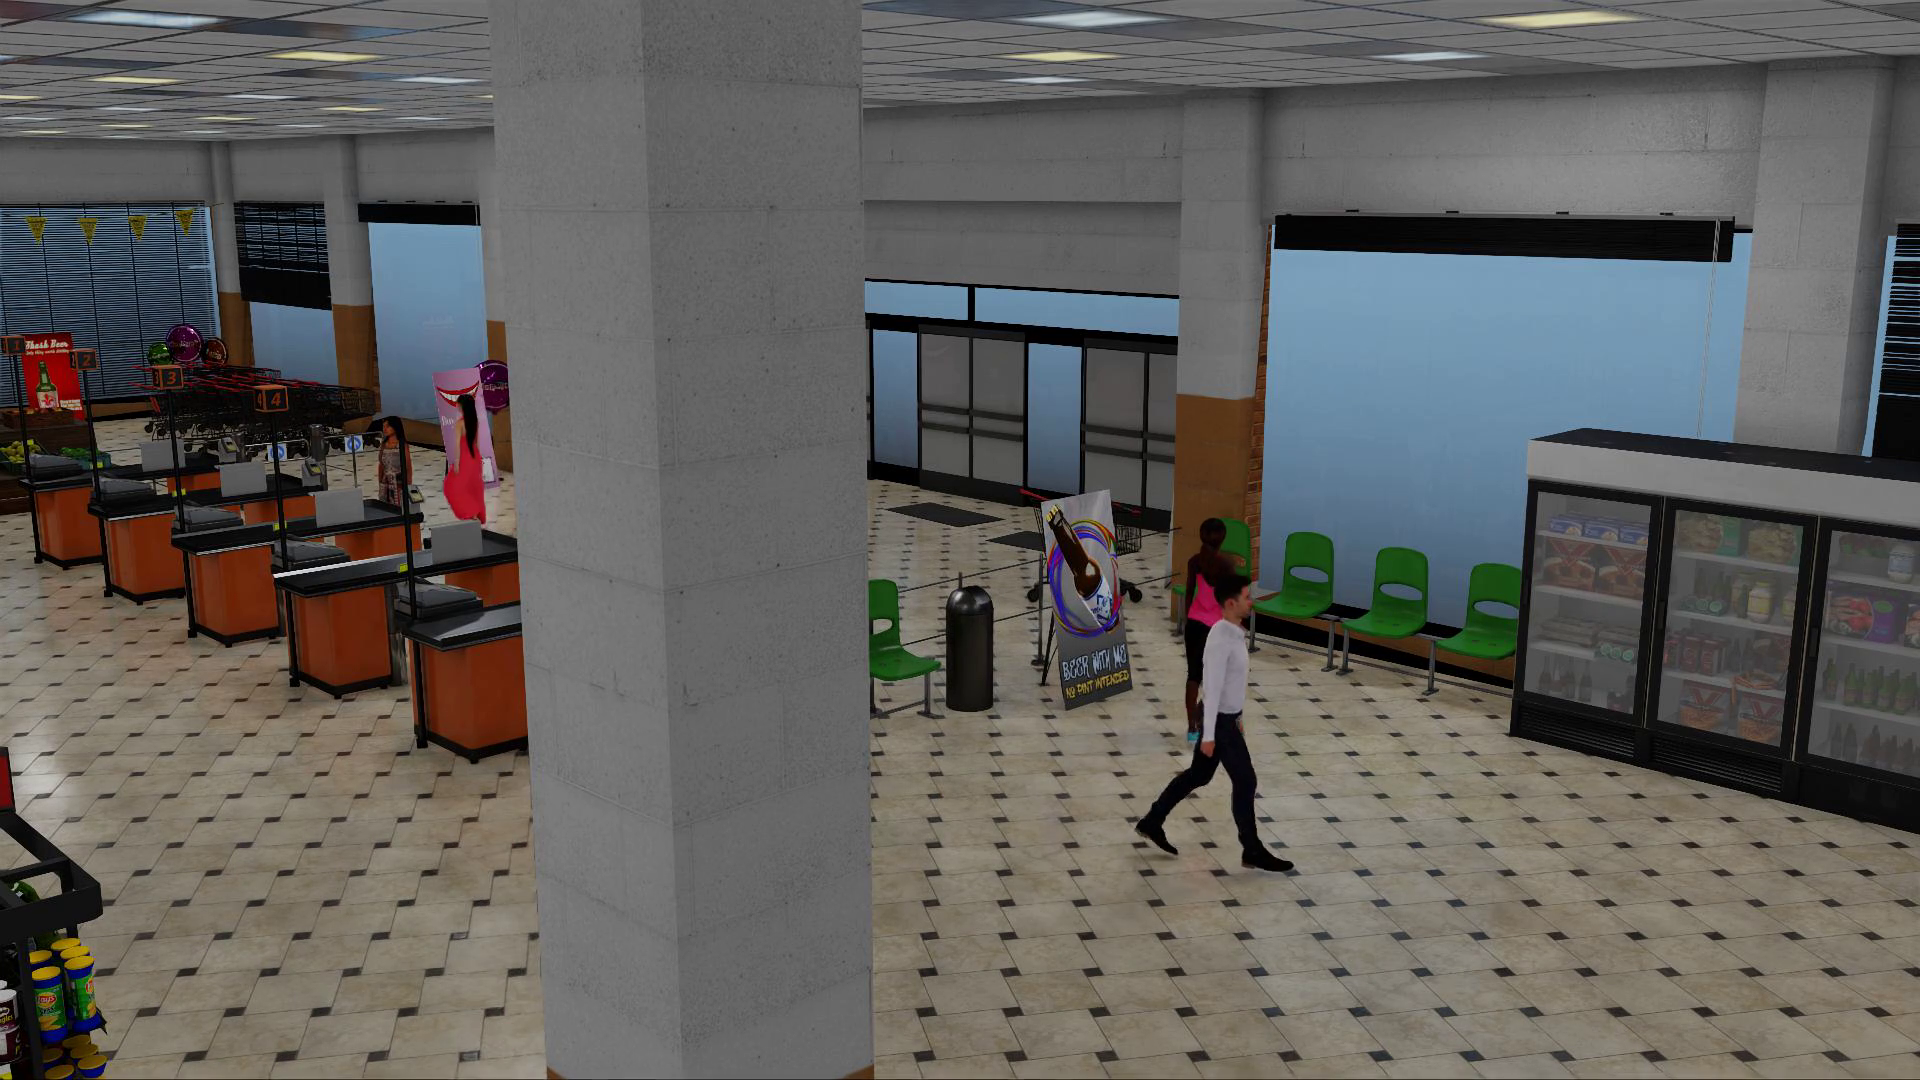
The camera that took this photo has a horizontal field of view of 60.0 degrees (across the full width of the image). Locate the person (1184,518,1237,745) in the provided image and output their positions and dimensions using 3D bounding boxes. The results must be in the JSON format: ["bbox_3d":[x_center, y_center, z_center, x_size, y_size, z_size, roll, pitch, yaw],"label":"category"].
[{"bbox_3d":[1.831,0.716,12.504,0.807,1.669,1.158,6,13,26],"label":"person"}]

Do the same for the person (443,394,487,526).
[{"bbox_3d":[-5.862,-0.891,20.033,0.781,1.712,0.711,6,13,25],"label":"person"}]

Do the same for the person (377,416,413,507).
[{"bbox_3d":[-6.349,-0.586,18.744,0.717,1.645,0.665,5,13,23],"label":"person"}]

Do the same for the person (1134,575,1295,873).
[{"bbox_3d":[1.488,1.114,10.191,1.095,1.842,1.246,3,12,14],"label":"person"}]
